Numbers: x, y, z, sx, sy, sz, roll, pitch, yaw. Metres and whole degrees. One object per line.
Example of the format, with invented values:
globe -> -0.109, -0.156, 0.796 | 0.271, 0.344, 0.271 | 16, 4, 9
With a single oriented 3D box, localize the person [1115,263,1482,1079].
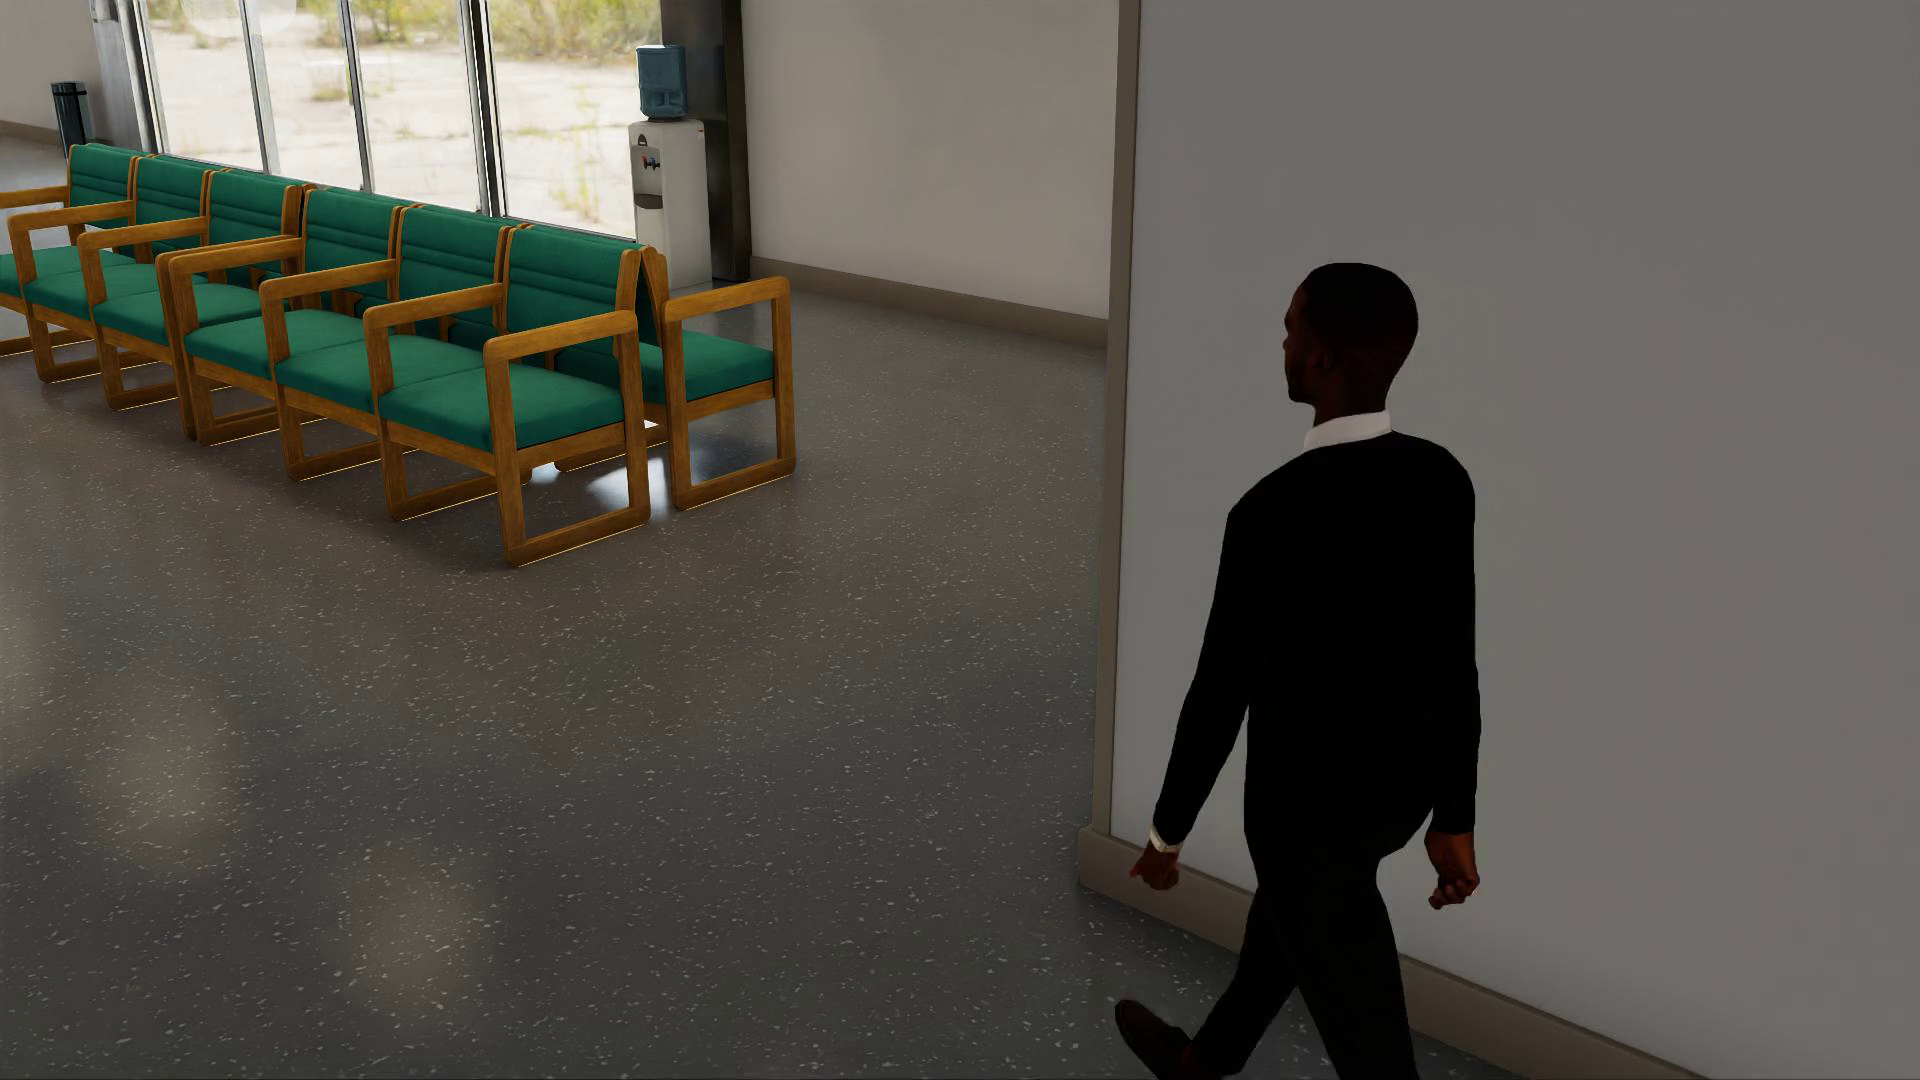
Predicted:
person -> 0.669, 0.503, 2.641 | 1.224, 1.755, 0.912 | -14, 25, -33
